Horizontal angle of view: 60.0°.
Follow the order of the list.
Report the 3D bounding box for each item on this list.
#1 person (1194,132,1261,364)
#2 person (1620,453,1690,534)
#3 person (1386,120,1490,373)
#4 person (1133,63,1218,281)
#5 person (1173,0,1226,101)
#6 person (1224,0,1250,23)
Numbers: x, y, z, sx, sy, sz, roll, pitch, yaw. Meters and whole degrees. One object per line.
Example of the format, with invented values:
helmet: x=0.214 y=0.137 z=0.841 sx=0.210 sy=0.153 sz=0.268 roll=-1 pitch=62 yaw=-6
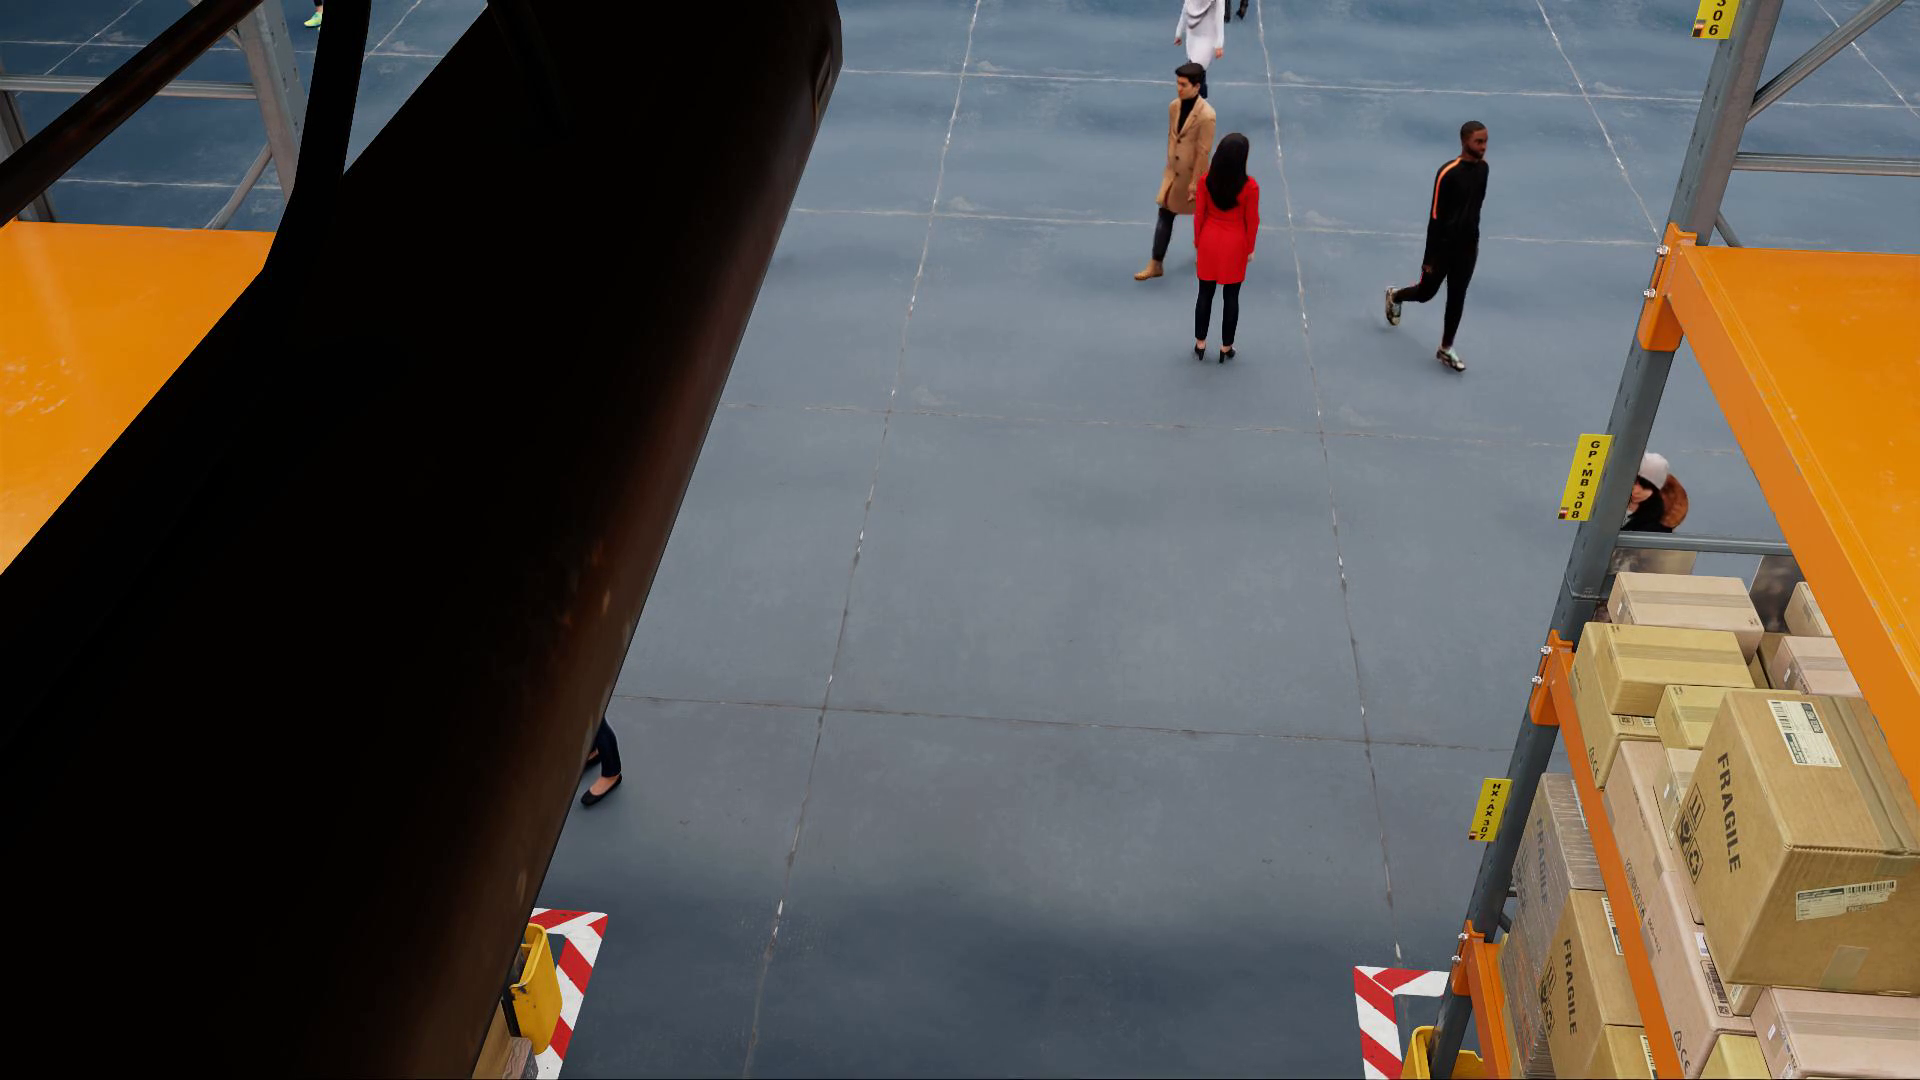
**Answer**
person: x=1.852 y=-2.044 z=11.692 sx=0.674 sy=1.748 sz=0.682 roll=12 pitch=40 yaw=15
person: x=3.541 y=0.185 z=8.938 sx=0.842 sy=1.631 sz=0.776 roll=-24 pitch=44 yaw=-27
person: x=3.405 y=-2.118 z=11.752 sx=0.958 sy=1.789 sz=1.165 roll=-16 pitch=41 yaw=-20
person: x=1.822 y=-2.825 z=12.740 sx=1.174 sy=1.687 sz=1.104 roll=-27 pitch=45 yaw=-30
person: x=2.217 y=-4.475 z=14.784 sx=0.874 sy=1.767 sz=0.804 roll=-20 pitch=42 yaw=-23
person: x=2.865 y=-6.119 z=17.031 sx=0.654 sy=1.588 sz=0.623 roll=-13 pitch=40 yaw=-16
